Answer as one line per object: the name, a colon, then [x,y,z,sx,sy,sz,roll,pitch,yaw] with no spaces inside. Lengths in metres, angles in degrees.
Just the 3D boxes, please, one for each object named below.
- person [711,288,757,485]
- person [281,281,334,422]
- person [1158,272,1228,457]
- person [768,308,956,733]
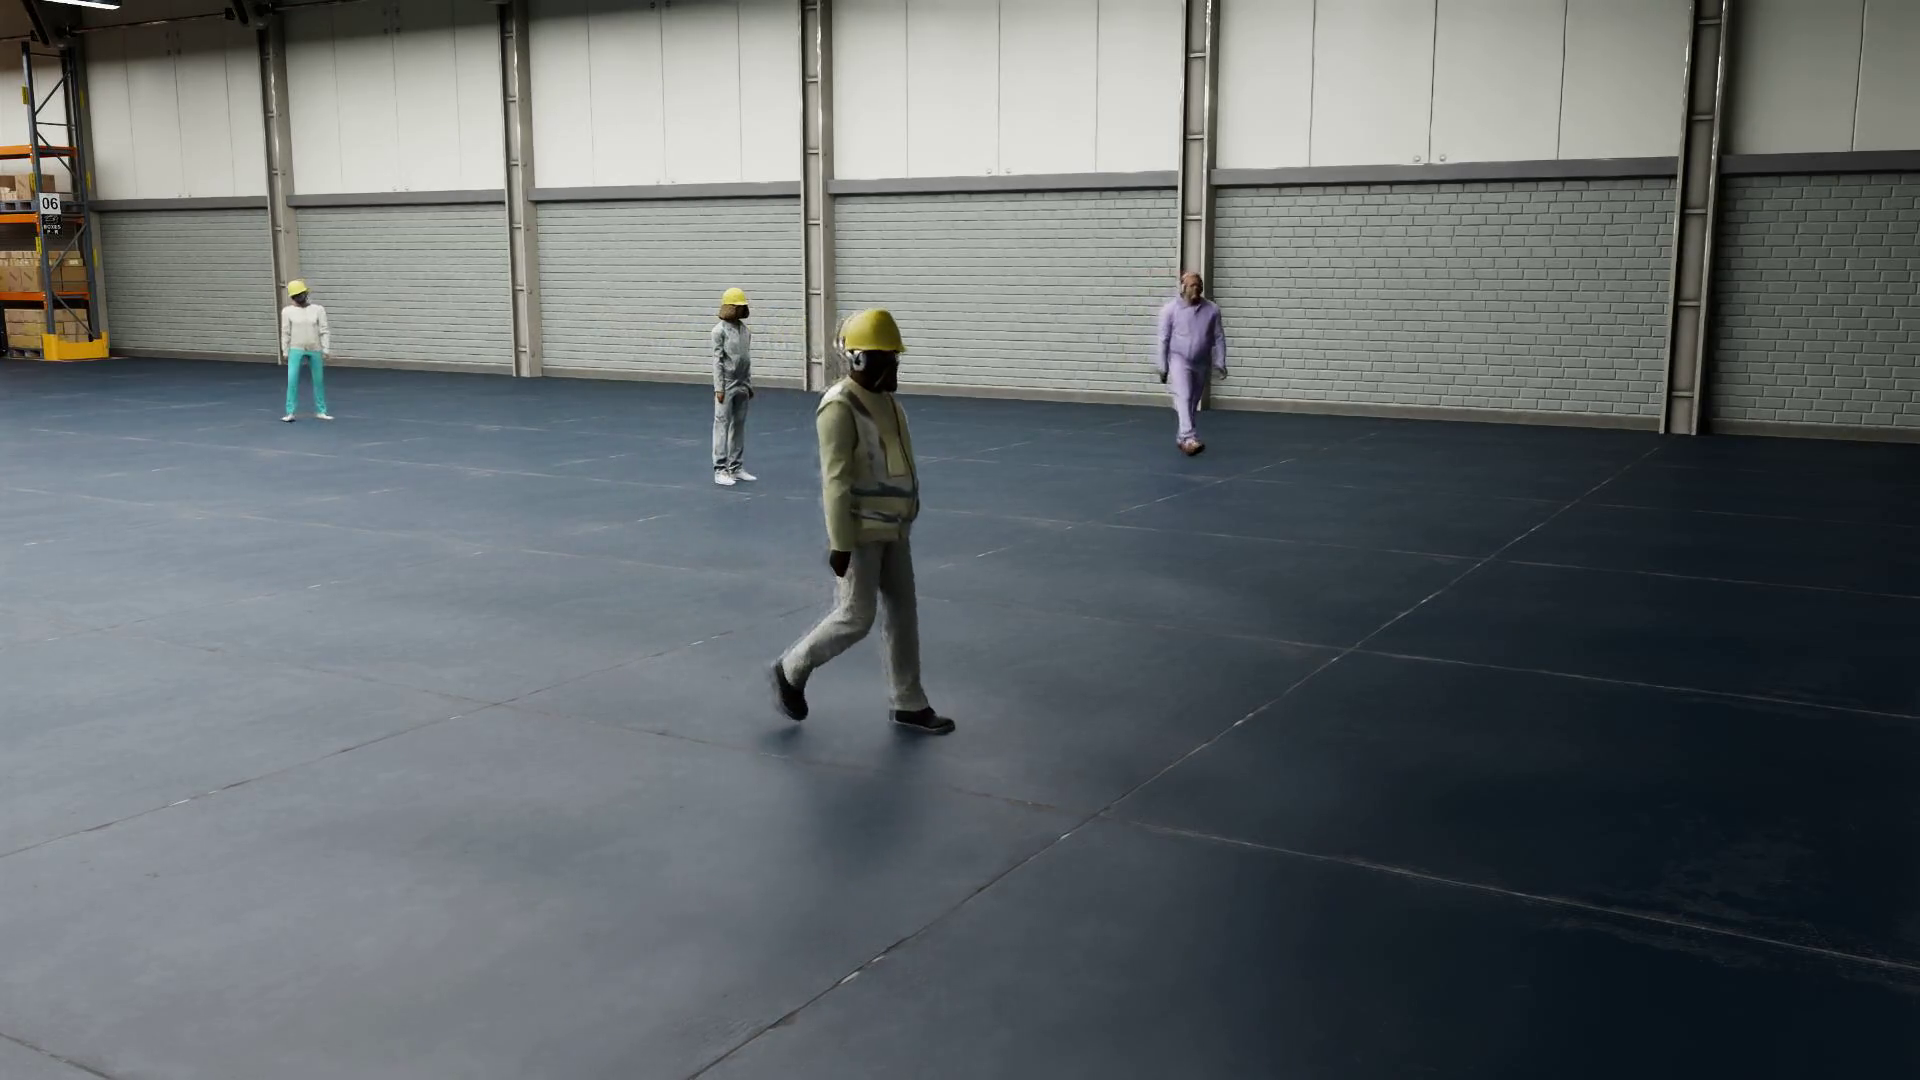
person: [-2.003,-1.369,14.826,0.315,1.743,0.487,6,11,31]
person: [-8.042,-2.300,20.367,0.644,1.724,0.607,-5,11,-27]
person: [2.370,-1.782,16.919,0.644,1.856,1.031,-3,10,-16]
person: [-0.417,-0.073,7.041,0.756,1.811,0.612,4,11,24]
